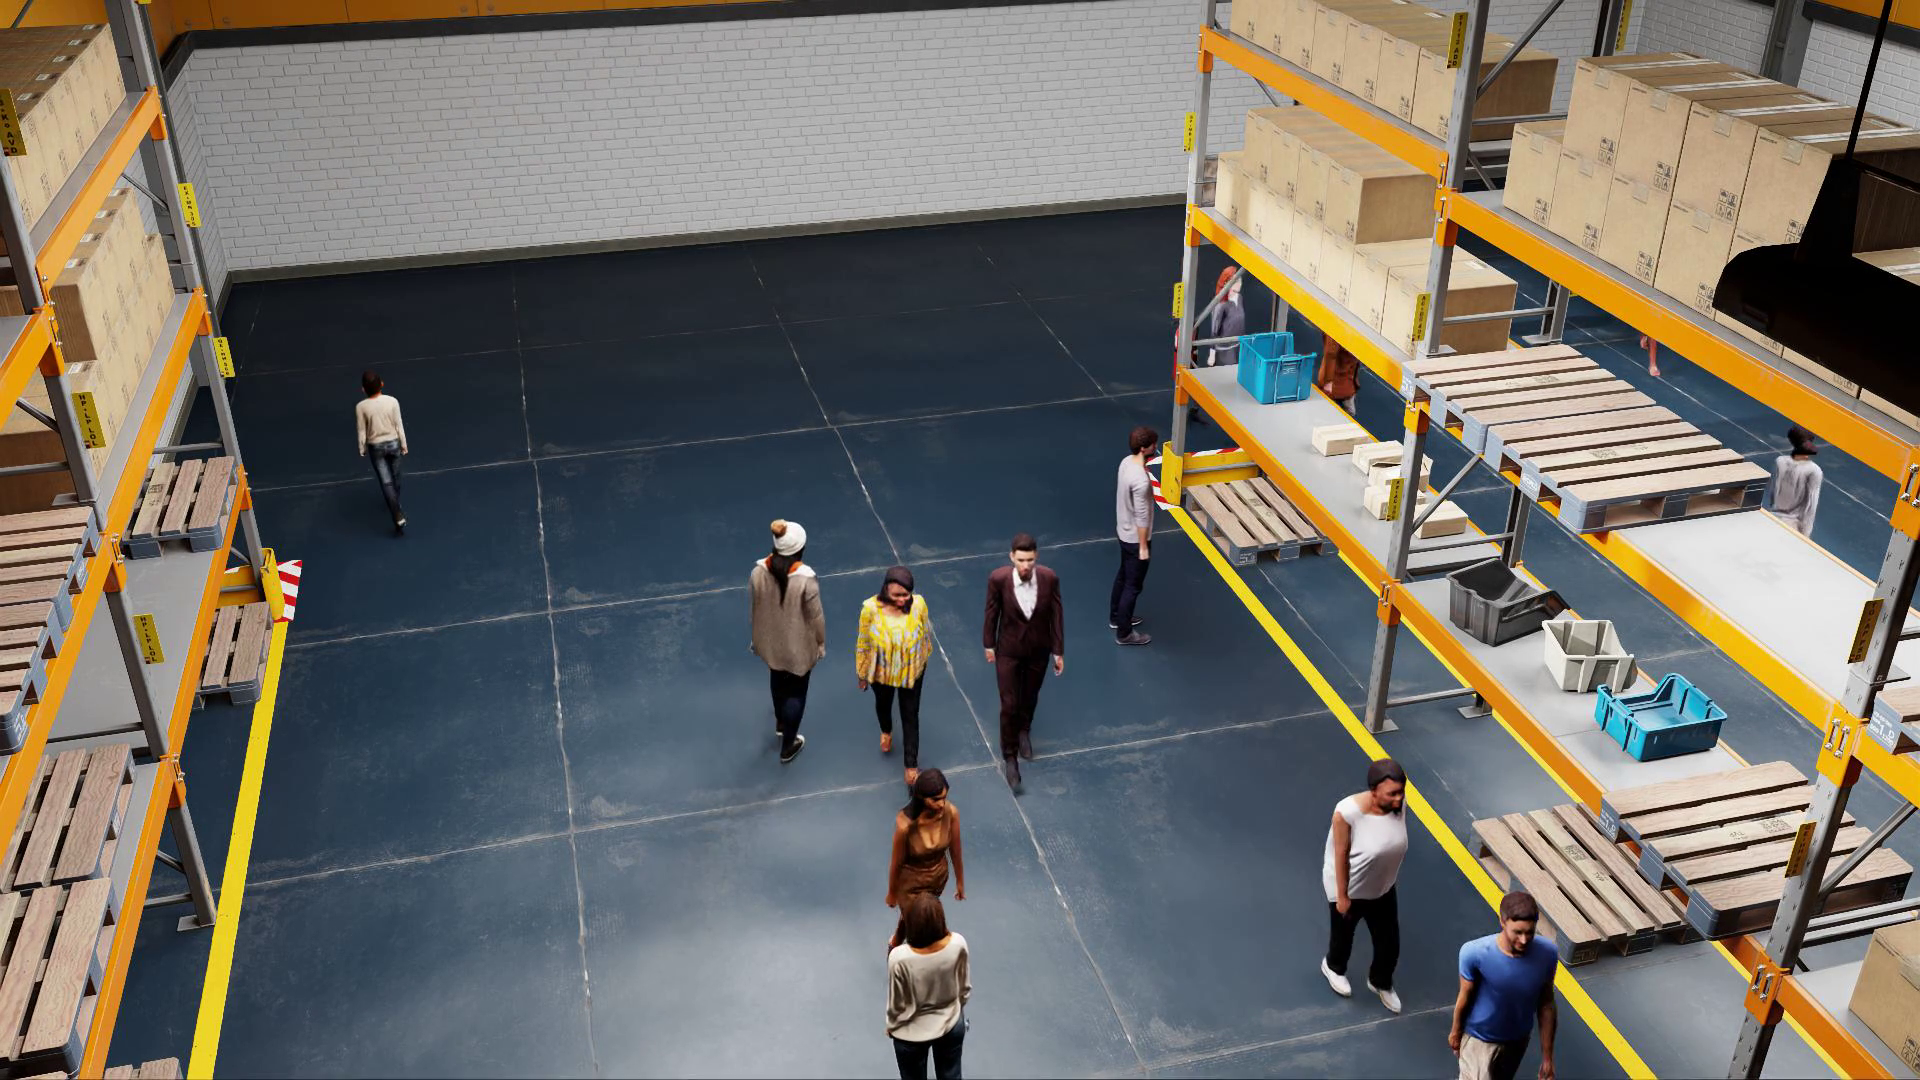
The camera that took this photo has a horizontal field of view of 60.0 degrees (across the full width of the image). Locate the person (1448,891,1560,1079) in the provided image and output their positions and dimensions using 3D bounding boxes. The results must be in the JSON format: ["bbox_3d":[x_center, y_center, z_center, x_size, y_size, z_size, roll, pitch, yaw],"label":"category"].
[{"bbox_3d":[2.708,2.468,8.487,0.760,1.817,1.225,-3,29,-5],"label":"person"}]

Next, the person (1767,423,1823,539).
[{"bbox_3d":[6.535,-0.043,13.165,0.845,1.746,0.530,-5,29,-9],"label":"person"}]

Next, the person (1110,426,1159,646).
[{"bbox_3d":[1.358,-0.047,13.072,0.742,1.841,0.531,-2,29,-4],"label":"person"}]

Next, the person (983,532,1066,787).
[{"bbox_3d":[0.434,0.716,11.674,0.741,1.841,0.962,-5,29,-9],"label":"person"}]

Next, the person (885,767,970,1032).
[{"bbox_3d":[-0.259,1.969,9.598,0.852,1.629,1.177,-18,33,-29],"label":"person"}]

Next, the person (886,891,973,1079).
[{"bbox_3d":[-0.161,2.491,8.584,0.630,1.684,0.560,-10,30,-18],"label":"person"}]

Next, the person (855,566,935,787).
[{"bbox_3d":[-0.468,0.867,11.645,0.774,1.603,1.065,-4,29,-7],"label":"person"}]

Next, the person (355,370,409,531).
[{"bbox_3d":[-5.122,-0.787,14.847,0.731,1.441,1.083,-16,32,-26],"label":"person"}]

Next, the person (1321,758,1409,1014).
[{"bbox_3d":[2.304,1.928,9.632,0.666,1.668,0.744,-9,30,-16],"label":"person"}]

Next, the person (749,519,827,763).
[{"bbox_3d":[-1.260,0.725,11.616,0.885,1.880,0.937,11,31,20],"label":"person"}]

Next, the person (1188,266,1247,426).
[{"bbox_3d":[2.562,-1.862,16.528,1.200,1.718,1.063,19,34,31],"label":"person"}]
